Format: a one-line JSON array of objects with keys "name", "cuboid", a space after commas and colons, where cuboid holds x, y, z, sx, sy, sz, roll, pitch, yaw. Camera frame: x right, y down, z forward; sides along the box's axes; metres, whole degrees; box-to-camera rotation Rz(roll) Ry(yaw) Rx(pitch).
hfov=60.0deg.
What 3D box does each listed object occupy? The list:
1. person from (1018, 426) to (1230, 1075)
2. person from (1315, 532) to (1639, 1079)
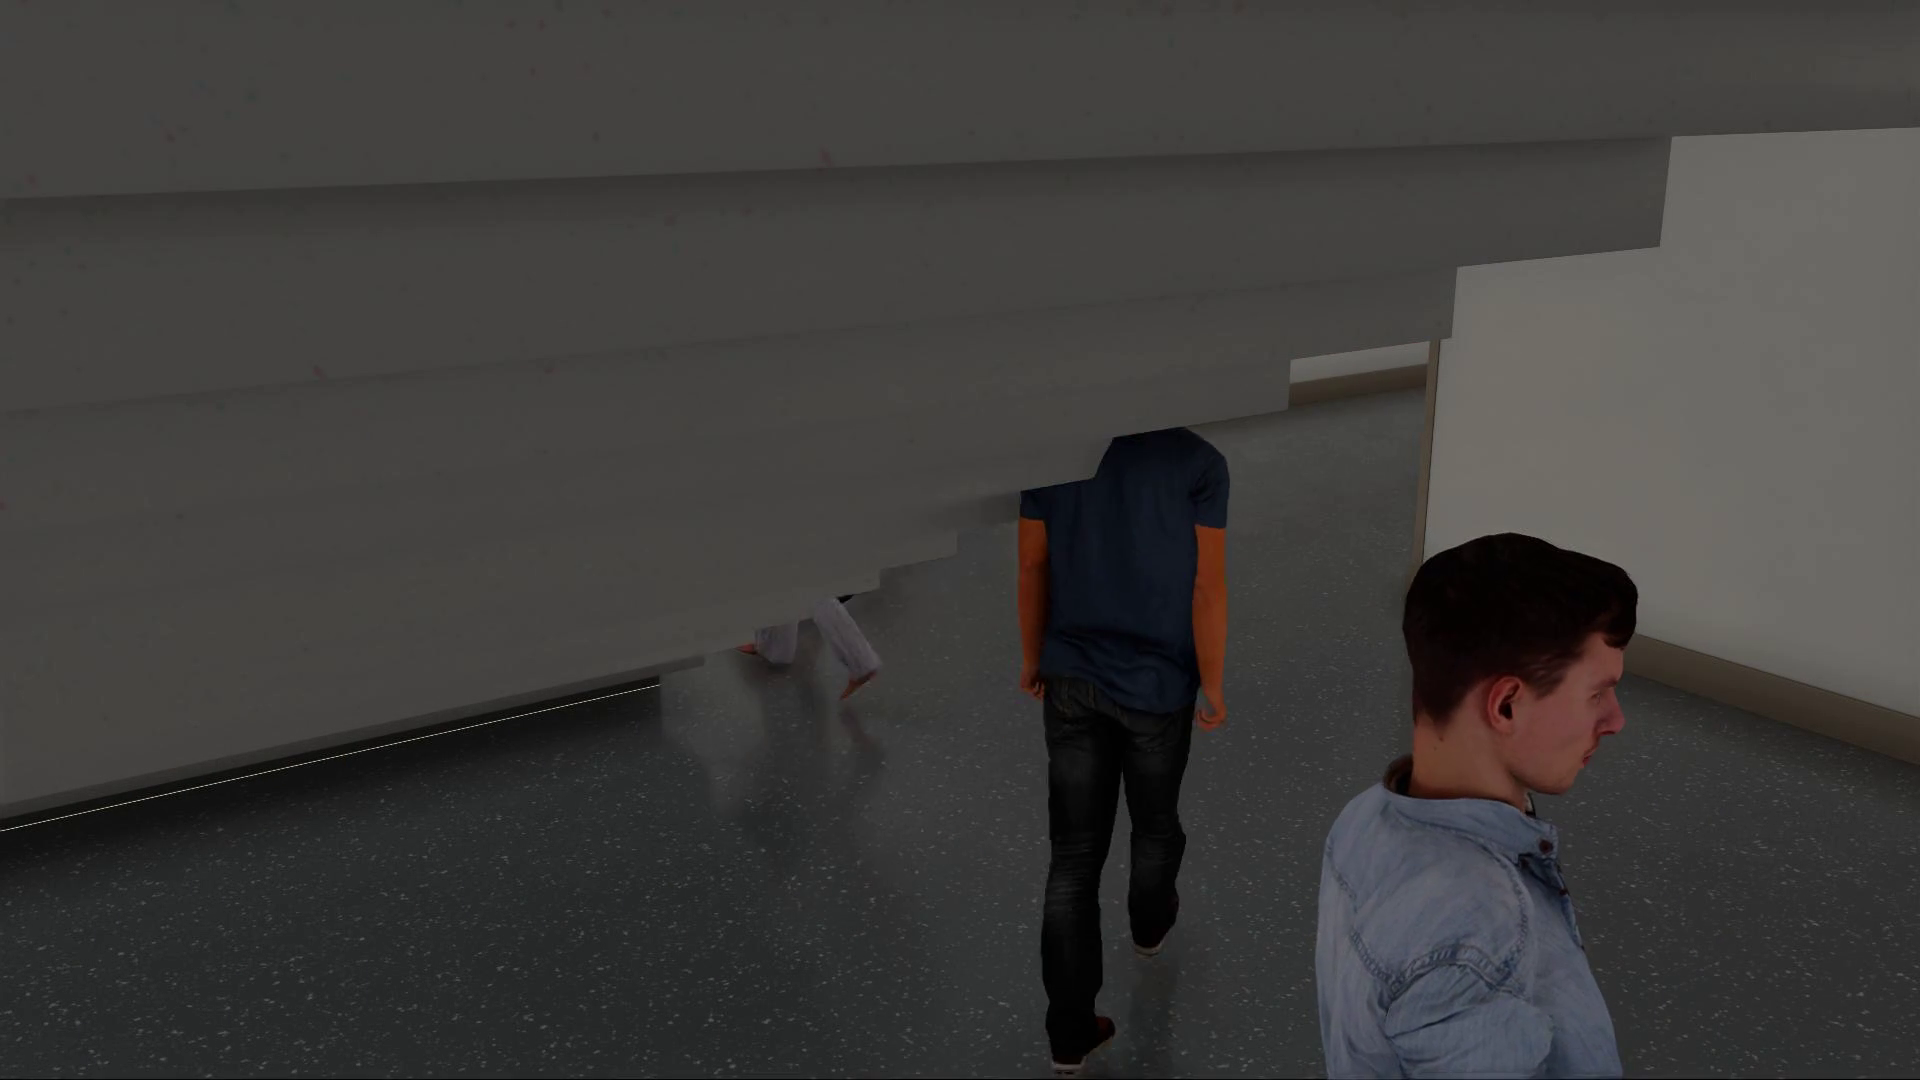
[{"name": "person", "cuboid": [0.347, 0.365, 3.839, 1.185, 1.759, 1.196, 5, 16, 17]}, {"name": "person", "cuboid": [0.510, 0.881, 1.846, 0.791, 1.847, 0.711, 2, 16, 5]}]
